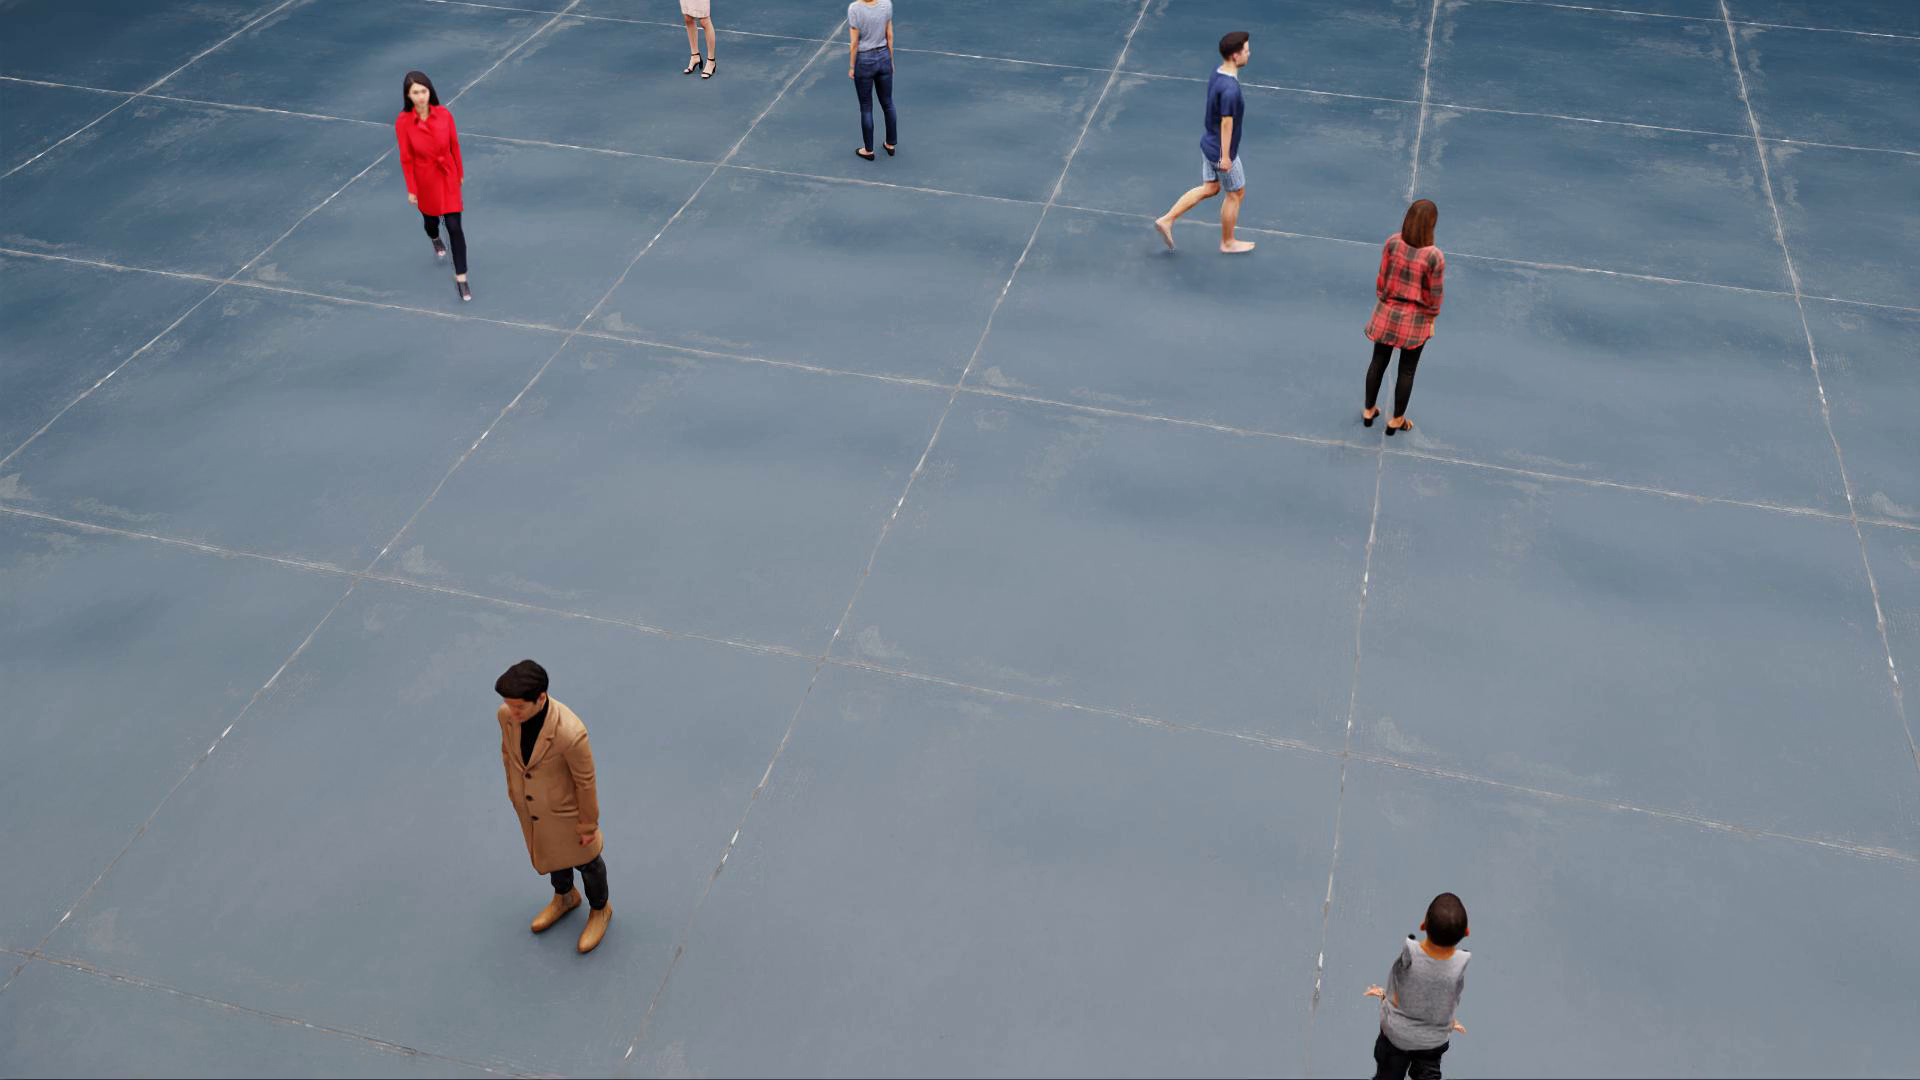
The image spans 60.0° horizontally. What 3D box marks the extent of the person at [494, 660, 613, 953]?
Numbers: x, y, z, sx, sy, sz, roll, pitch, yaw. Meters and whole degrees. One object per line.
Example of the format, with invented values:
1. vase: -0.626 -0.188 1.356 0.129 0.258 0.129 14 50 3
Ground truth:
1. person: -1.856 1.184 7.643 0.697 1.726 0.688 18 41 22

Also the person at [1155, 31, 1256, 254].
1. person: 1.956 -3.058 12.985 0.957 1.824 1.087 -5 38 -6

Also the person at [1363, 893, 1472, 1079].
1. person: 1.891 1.991 6.837 0.595 1.447 0.633 6 38 7

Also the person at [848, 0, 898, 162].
1. person: -0.761 -4.153 14.470 0.648 1.718 0.698 -17 41 -20

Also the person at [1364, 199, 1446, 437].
1. person: 2.947 -1.481 11.069 0.702 1.702 0.706 30 47 32

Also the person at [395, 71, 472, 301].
1. person: -4.013 -2.725 12.650 1.044 1.713 1.148 -16 41 -20

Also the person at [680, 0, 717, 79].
1. person: -2.548 -5.337 15.894 0.634 1.829 0.606 22 43 25
